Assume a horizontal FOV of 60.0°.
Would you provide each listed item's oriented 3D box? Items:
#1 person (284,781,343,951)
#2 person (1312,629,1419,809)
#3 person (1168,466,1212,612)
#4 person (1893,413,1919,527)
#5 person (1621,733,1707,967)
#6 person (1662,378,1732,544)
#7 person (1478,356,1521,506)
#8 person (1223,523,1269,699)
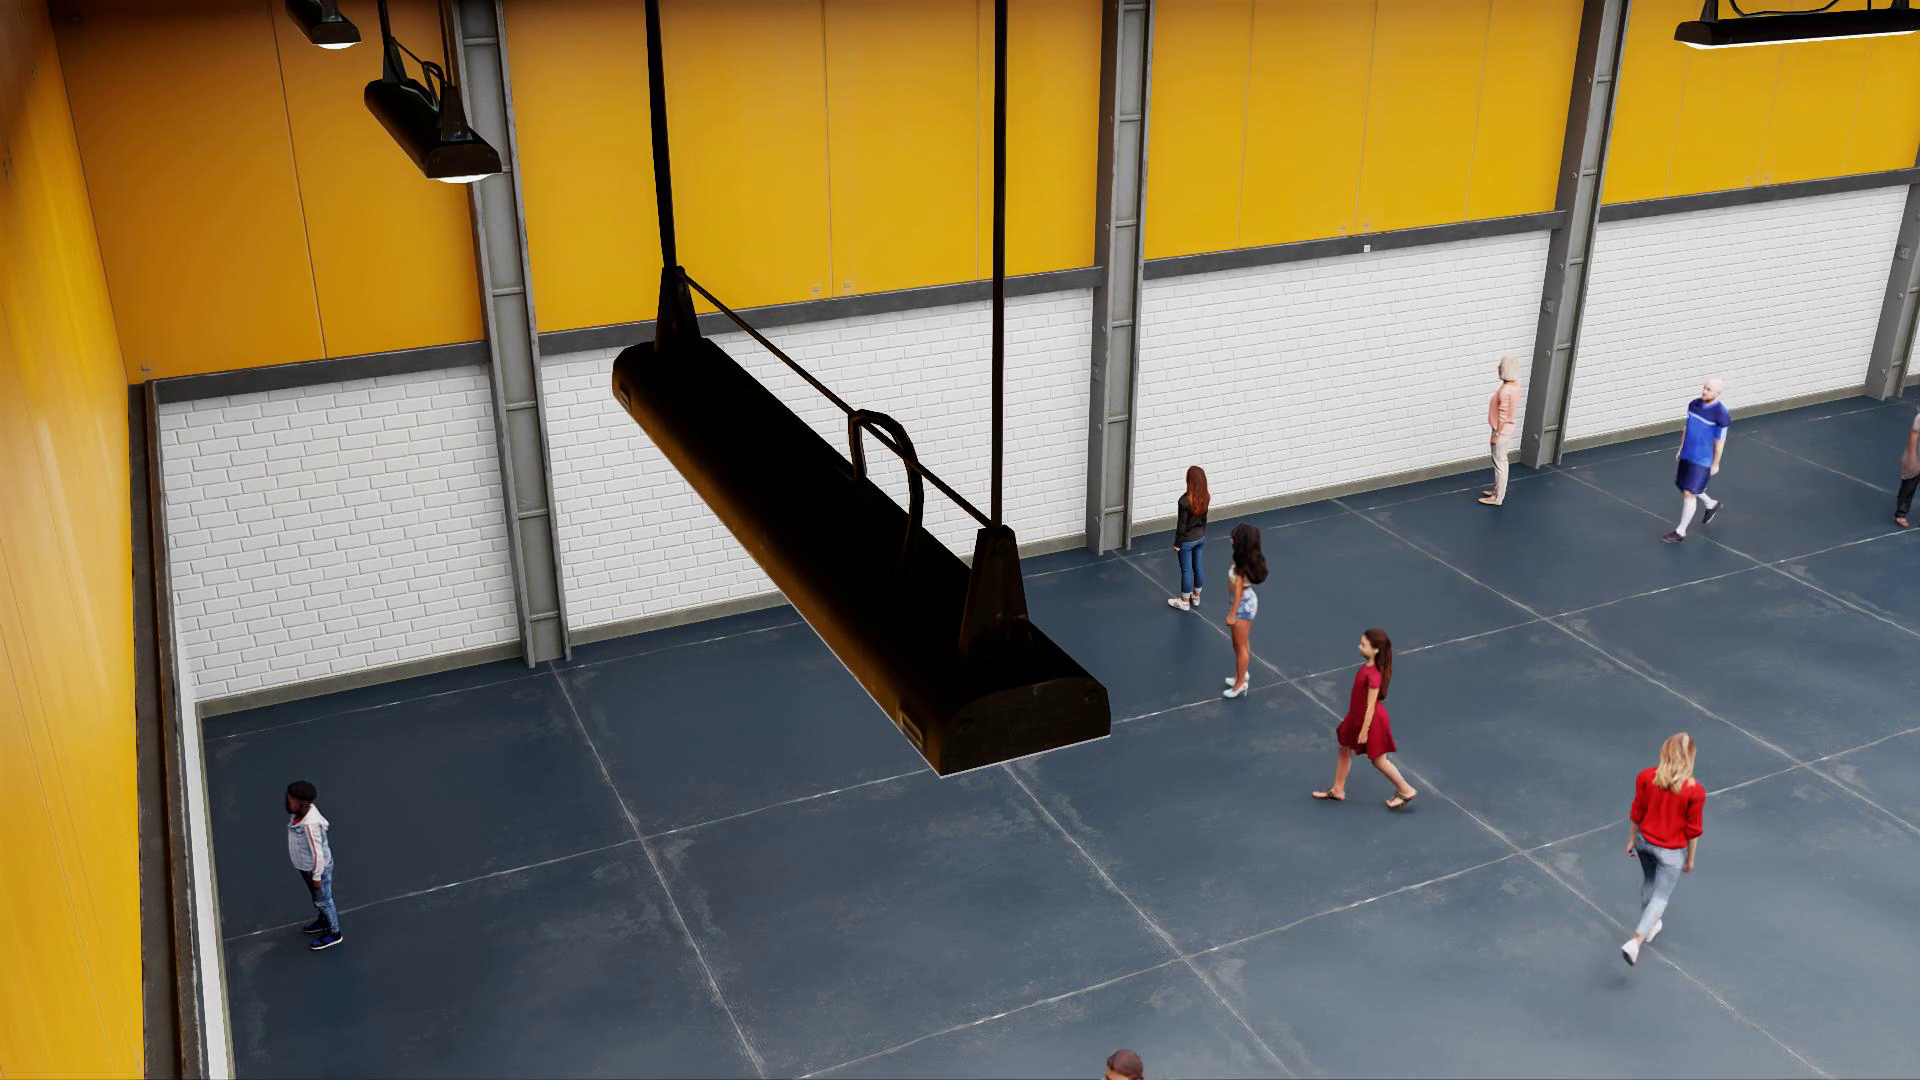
[{"bbox_3d":[-4.428,2.198,11.392,0.499,1.260,0.495,-13,27,-27],"label":"person"},{"bbox_3d":[3.238,1.403,12.877,1.086,1.528,0.885,2,24,5],"label":"person"},{"bbox_3d":[2.260,-0.032,16.216,0.535,1.483,0.673,-19,30,-37],"label":"person"},{"bbox_3d":[10.439,-0.889,18.054,0.907,1.581,0.908,2,24,5],"label":"person"},{"bbox_3d":[4.649,2.090,11.112,0.876,1.682,1.101,19,30,37],"label":"person"},{"bbox_3d":[7.915,-0.867,17.700,1.080,1.824,0.758,-8,25,-17],"label":"person"},{"bbox_3d":[6.091,-1.238,18.672,0.737,1.725,0.640,13,27,27],"label":"person"},{"bbox_3d":[2.472,0.612,14.566,0.717,1.625,0.667,5,24,12],"label":"person"}]
